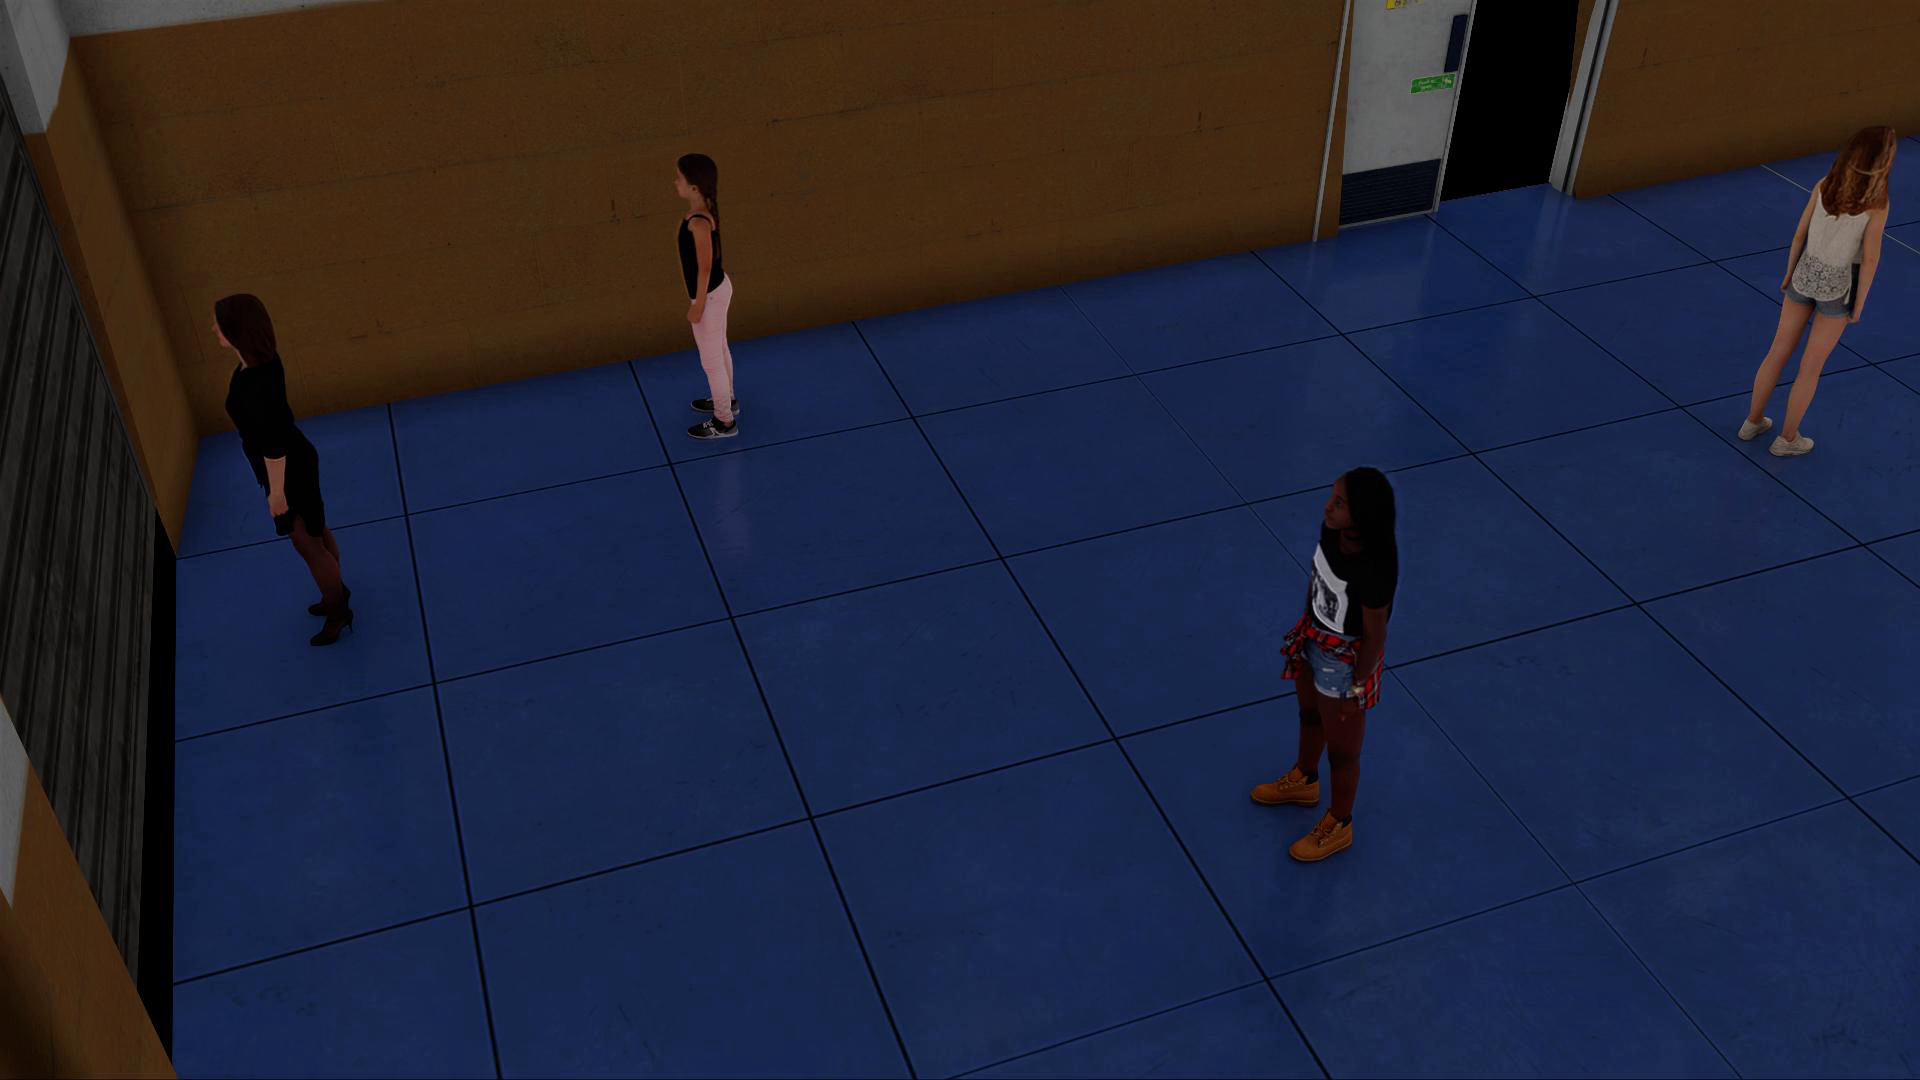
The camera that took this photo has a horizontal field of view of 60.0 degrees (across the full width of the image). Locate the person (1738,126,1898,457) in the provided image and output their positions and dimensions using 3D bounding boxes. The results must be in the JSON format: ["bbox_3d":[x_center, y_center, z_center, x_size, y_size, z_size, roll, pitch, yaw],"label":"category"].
[{"bbox_3d":[4.302,-1.235,8.330,0.681,1.758,0.510,-21,42,-25],"label":"person"}]

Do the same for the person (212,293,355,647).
[{"bbox_3d":[-2.864,-0.290,7.099,0.650,1.707,0.438,-10,38,-14],"label":"person"}]

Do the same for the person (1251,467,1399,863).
[{"bbox_3d":[1.381,0.454,6.105,0.678,1.727,0.544,-10,38,-13],"label":"person"}]

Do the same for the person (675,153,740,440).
[{"bbox_3d":[-1.289,-1.251,8.512,0.652,1.566,0.549,0,37,0],"label":"person"}]
